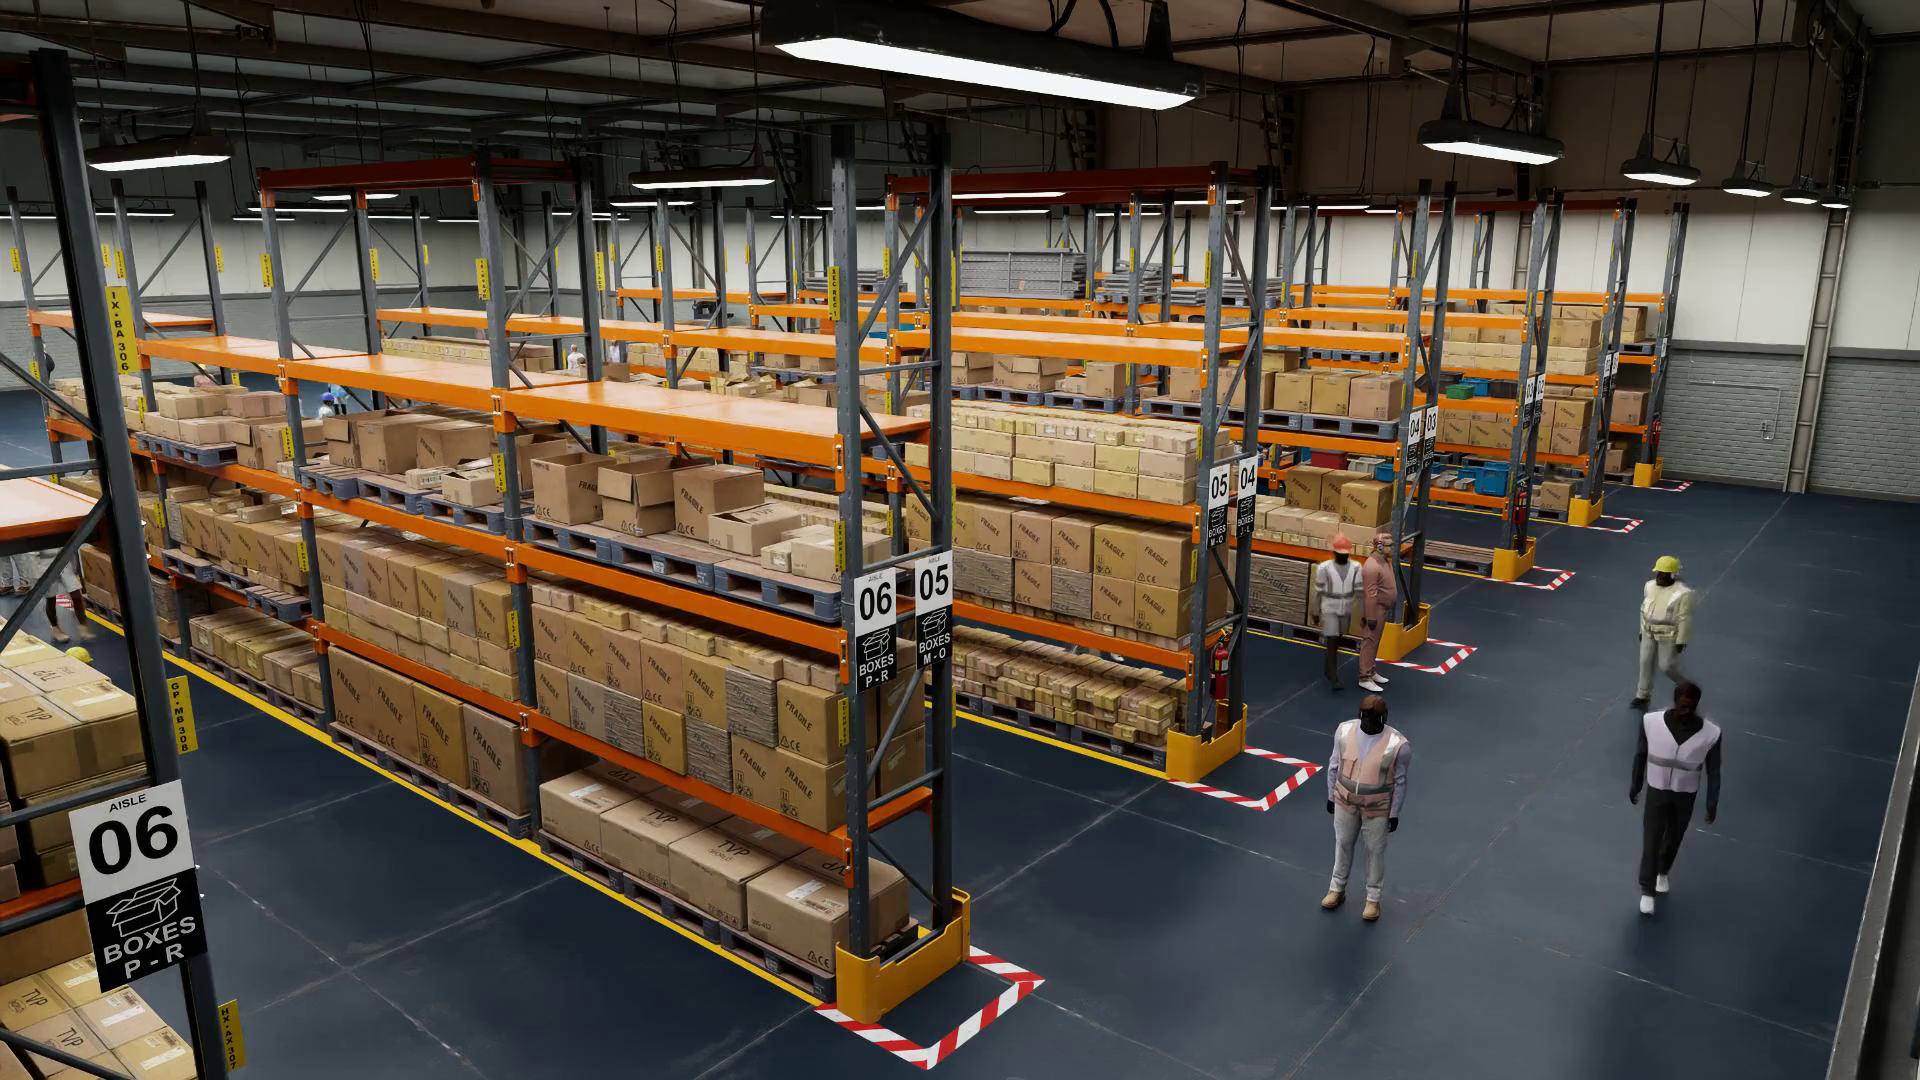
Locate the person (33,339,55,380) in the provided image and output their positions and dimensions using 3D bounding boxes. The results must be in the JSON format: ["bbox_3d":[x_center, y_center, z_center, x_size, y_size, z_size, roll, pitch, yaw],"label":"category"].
[{"bbox_3d":[-30.288,-5.648,41.700,0.537,2.000,0.682,-8,16,-29],"label":"person"}]

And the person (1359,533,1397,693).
[{"bbox_3d":[5.033,0.850,15.150,0.407,1.913,0.641,7,15,28],"label":"person"}]

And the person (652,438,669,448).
[{"bbox_3d":[-5.340,-0.979,22.663,0.896,1.905,0.545,9,16,33],"label":"person"}]

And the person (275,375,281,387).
[{"bbox_3d":[-21.570,-5.244,40.040,0.380,1.996,0.608,1,14,4],"label":"person"}]

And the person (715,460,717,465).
[{"bbox_3d":[-5.894,-2.661,29.697,0.521,1.864,0.334,-2,14,-7],"label":"person"}]

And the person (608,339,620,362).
[{"bbox_3d":[-11.732,-5.925,42.781,0.650,2.019,0.747,8,16,30],"label":"person"}]

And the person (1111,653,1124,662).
[{"bbox_3d":[2.145,0.738,16.192,0.501,1.631,0.287,-12,18,-41],"label":"person"}]

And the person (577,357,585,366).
[{"bbox_3d":[-11.132,-4.506,37.324,0.343,1.844,0.506,-2,14,-10],"label":"person"}]

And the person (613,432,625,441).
[{"bbox_3d":[-8.374,-3.047,31.236,0.515,1.896,0.655,13,19,42],"label":"person"}]

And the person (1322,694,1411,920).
[{"bbox_3d":[3.233,2.116,10.084,0.627,1.847,0.429,9,16,34],"label":"person"}]

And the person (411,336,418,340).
[{"bbox_3d":[-20.128,-6.695,46.633,0.318,1.697,0.534,11,18,39],"label":"person"}]

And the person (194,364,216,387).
[{"bbox_3d":[-21.633,-4.173,36.151,0.529,1.746,0.531,-9,16,-32],"label":"person"}]

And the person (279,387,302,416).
[{"bbox_3d":[-16.248,-2.834,30.465,0.620,1.838,0.430,-2,14,-7],"label":"person"}]

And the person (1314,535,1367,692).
[{"bbox_3d":[4.574,0.863,15.135,0.567,1.882,0.977,-1,14,-2],"label":"person"}]

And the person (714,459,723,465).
[{"bbox_3d":[-5.504,-2.267,27.941,0.595,1.923,0.381,10,17,37],"label":"person"}]

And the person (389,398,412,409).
[{"bbox_3d":[-14.646,-3.480,32.910,0.627,1.927,0.861,-12,18,-39],"label":"person"}]

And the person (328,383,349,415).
[{"bbox_3d":[-17.963,-4.188,36.413,0.542,1.653,0.883,-4,14,-17],"label":"person"}]

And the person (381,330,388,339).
[{"bbox_3d":[-22.976,-7.580,50.384,0.514,1.645,0.307,8,16,29],"label":"person"}]

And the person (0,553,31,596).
[{"bbox_3d":[-14.470,-0.115,19.064,0.634,1.939,0.367,1,14,5],"label":"person"}]

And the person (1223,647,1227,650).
[{"bbox_3d":[3.050,0.619,16.213,1.023,1.888,0.635,10,17,37],"label":"person"}]

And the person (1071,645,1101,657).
[{"bbox_3d":[1.609,0.775,15.562,0.628,1.857,0.592,5,14,19],"label":"person"}]

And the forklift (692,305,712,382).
[{"bbox_3d":[-9.511,-7.392,47.124,1.873,2.768,1.129,11,17,38],"label":"forklift"}]

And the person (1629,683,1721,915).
[{"bbox_3d":[5.800,2.061,10.226,0.615,1.880,0.829,6,15,23],"label":"person"}]

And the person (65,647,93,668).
[{"bbox_3d":[-7.983,1.819,11.539,0.483,1.737,0.320,3,14,13],"label":"person"}]

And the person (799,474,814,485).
[{"bbox_3d":[-3.206,-1.717,25.700,0.431,1.922,0.631,9,16,33],"label":"person"}]

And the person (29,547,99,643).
[{"bbox_3d":[-11.955,0.421,16.734,0.899,1.998,0.609,8,16,29],"label":"person"}]

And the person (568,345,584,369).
[{"bbox_3d":[-12.396,-5.340,40.618,0.406,1.911,0.637,9,16,32],"label":"person"}]

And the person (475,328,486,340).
[{"bbox_3d":[-20.917,-8.772,55.035,0.535,1.767,0.316,7,15,26],"label":"person"}]

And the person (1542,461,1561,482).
[{"bbox_3d":[12.074,-1.658,25.476,0.618,1.906,0.600,12,18,40],"label":"person"}]

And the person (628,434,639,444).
[{"bbox_3d":[-6.155,-1.206,24.097,0.792,1.660,0.557,13,18,42],"label":"person"}]

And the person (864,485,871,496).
[{"bbox_3d":[-2.122,-1.798,25.936,0.836,1.967,0.619,11,17,38],"label":"person"}]

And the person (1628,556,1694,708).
[{"bbox_3d":[8.137,1.053,14.518,0.639,1.818,0.595,-6,15,-23],"label":"person"}]

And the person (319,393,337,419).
[{"bbox_3d":[-14.204,-2.387,28.504,1.019,1.888,0.644,-11,17,-37],"label":"person"}]
